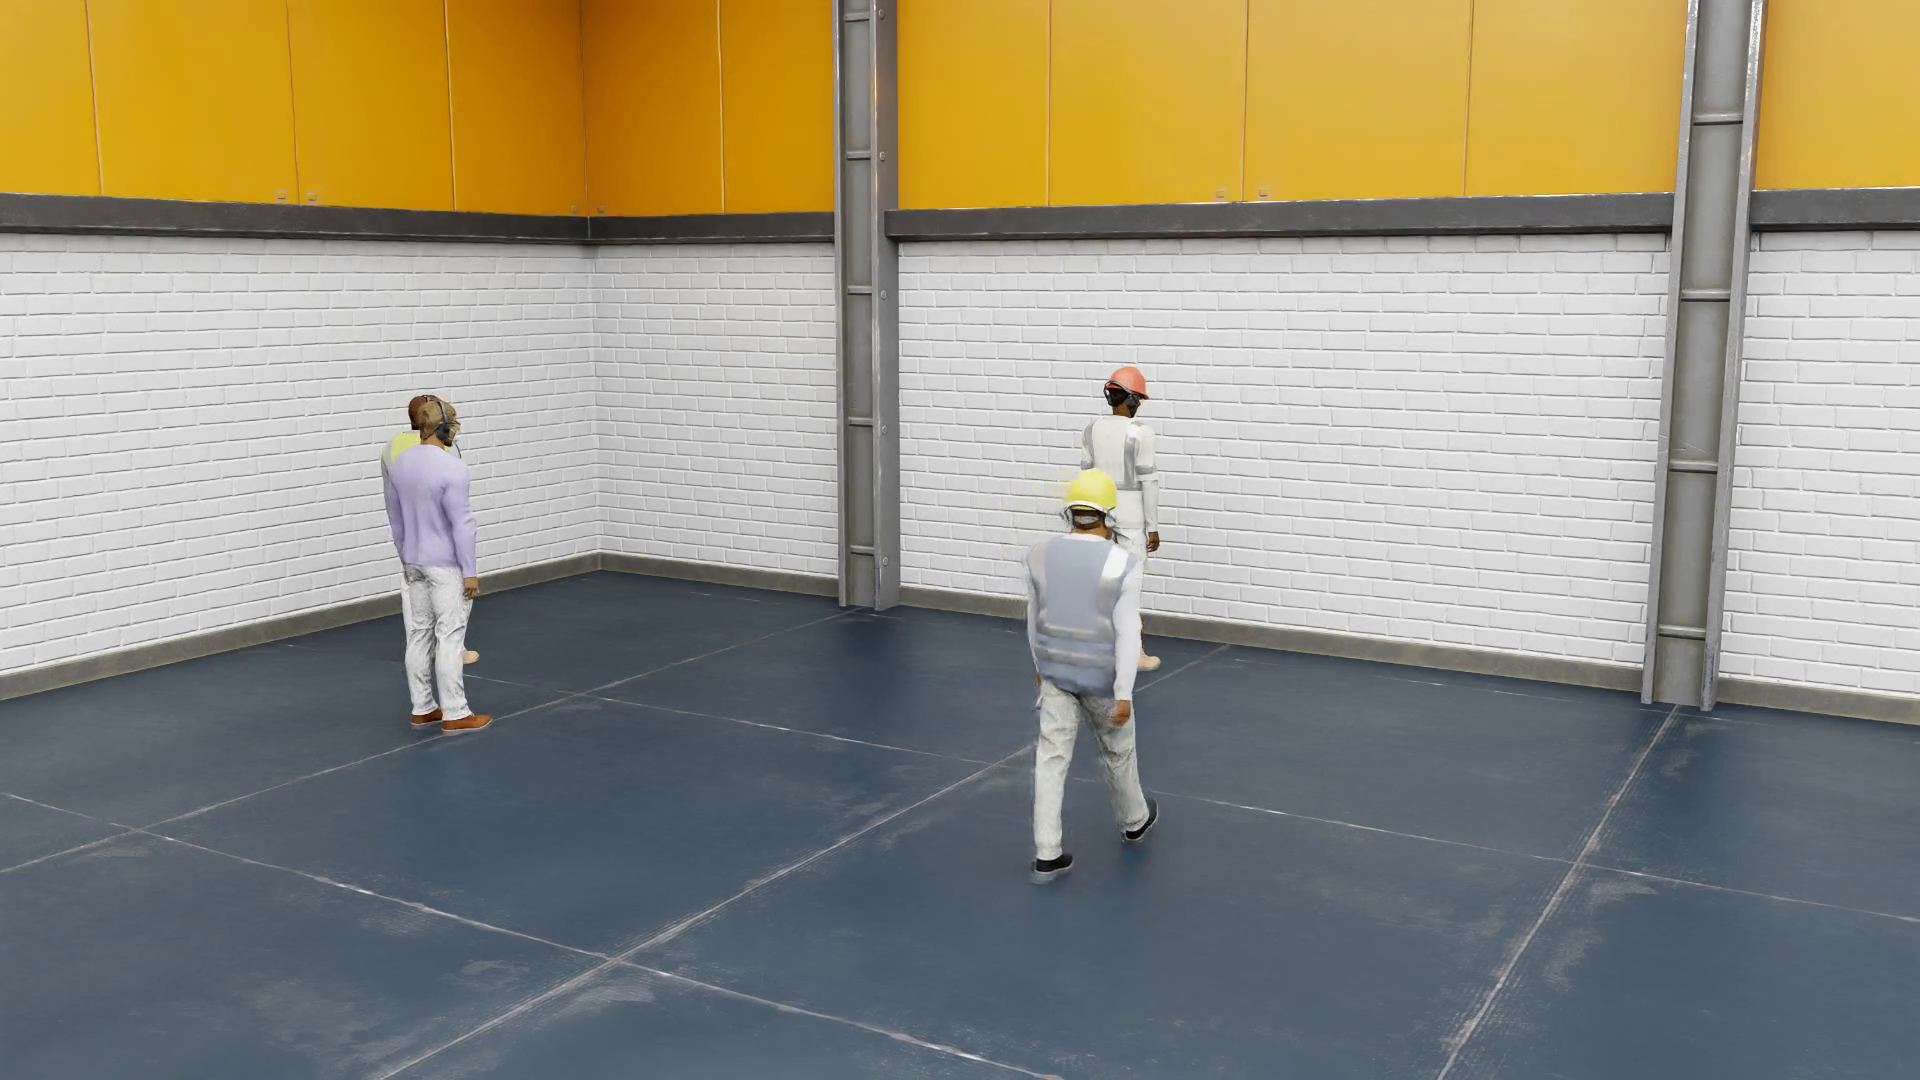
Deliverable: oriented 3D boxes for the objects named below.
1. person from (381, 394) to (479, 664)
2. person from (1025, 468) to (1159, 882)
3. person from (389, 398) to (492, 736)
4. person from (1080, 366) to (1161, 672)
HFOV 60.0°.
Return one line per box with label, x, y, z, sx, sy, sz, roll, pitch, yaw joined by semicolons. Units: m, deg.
person;-3.574;-0.060;11.229;0.624;1.841;0.430;4;10;24
person;0.581;0.571;7.448;0.608;1.781;0.920;5;10;28
person;-3.004;0.155;9.576;0.635;1.936;0.354;6;11;34
person;1.089;-0.136;11.093;0.605;2.034;0.391;8;12;43
